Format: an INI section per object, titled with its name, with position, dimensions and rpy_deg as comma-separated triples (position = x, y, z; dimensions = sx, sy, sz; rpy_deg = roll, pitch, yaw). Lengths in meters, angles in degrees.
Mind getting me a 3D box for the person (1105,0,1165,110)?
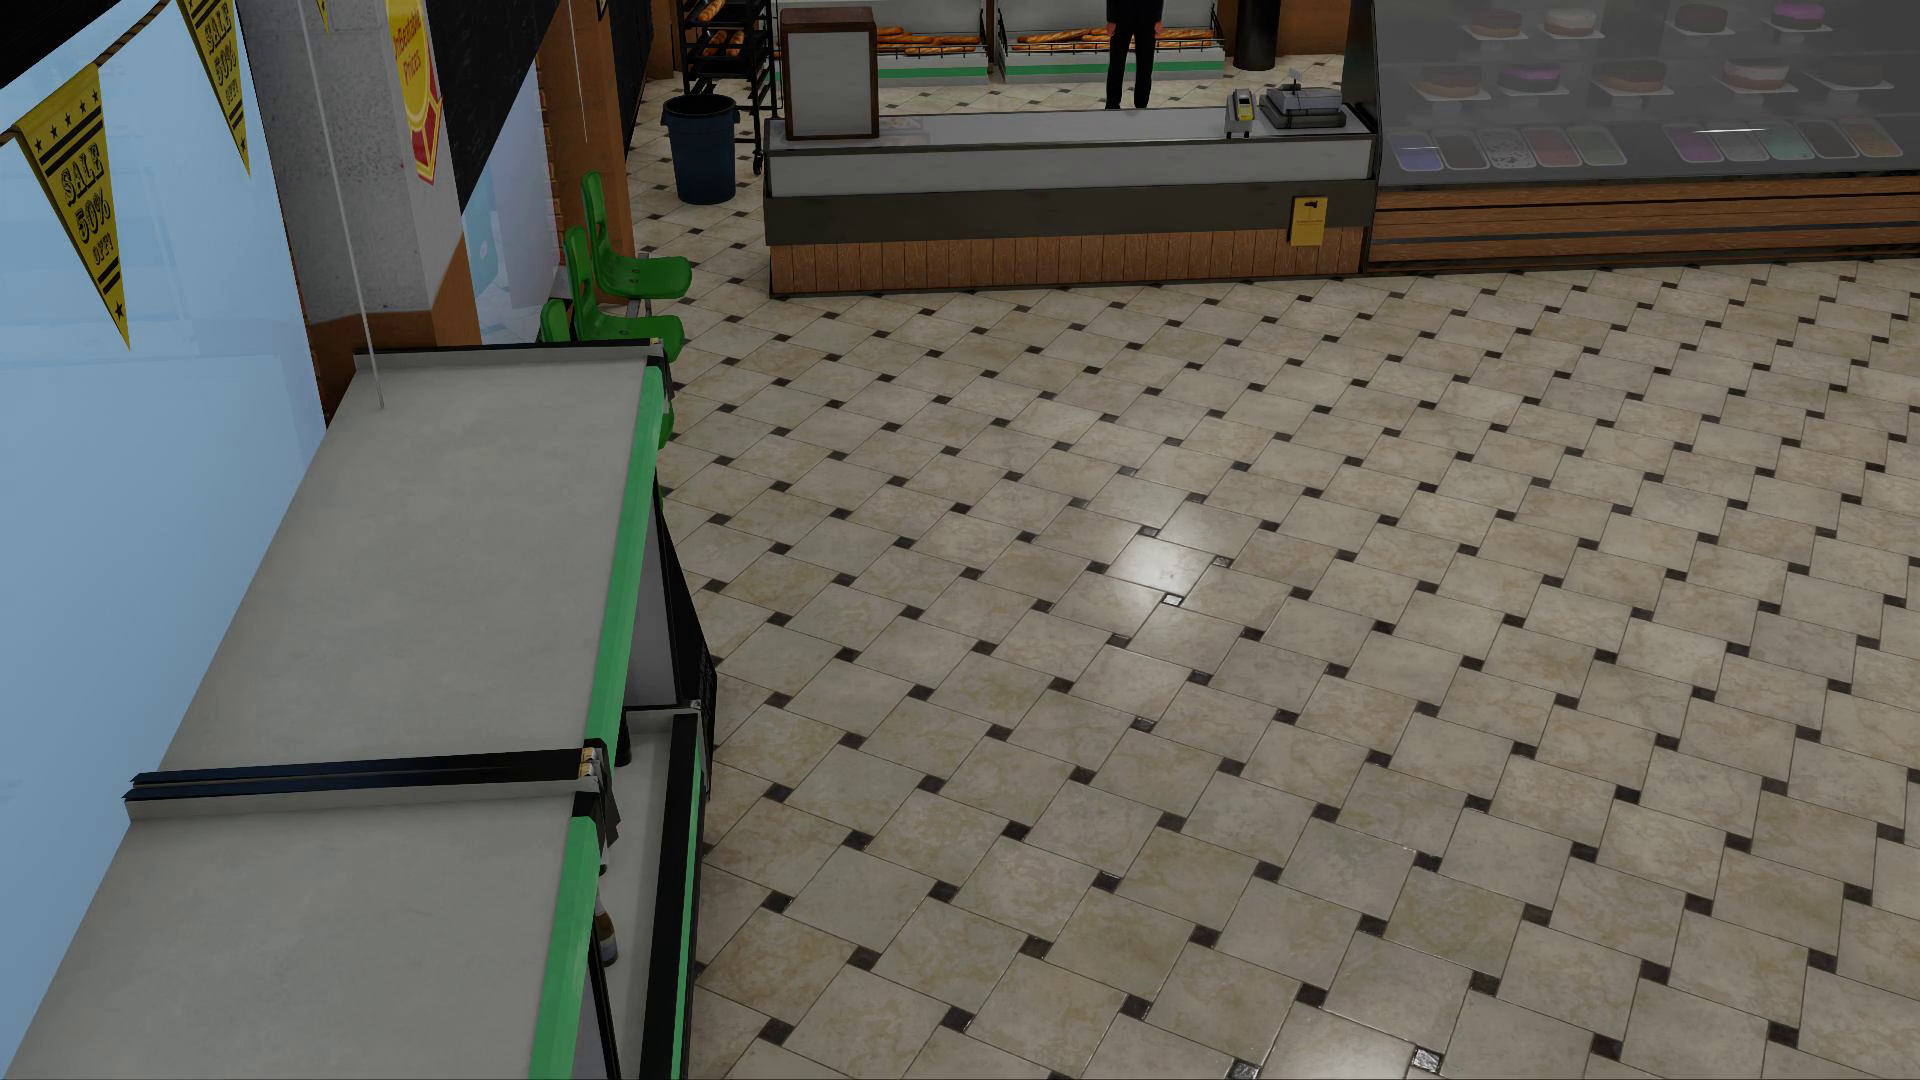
[person]
position = 1.420, -4.246, 13.478
dimensions = 0.611, 1.868, 0.566
rpy_deg = -3, 32, -4
